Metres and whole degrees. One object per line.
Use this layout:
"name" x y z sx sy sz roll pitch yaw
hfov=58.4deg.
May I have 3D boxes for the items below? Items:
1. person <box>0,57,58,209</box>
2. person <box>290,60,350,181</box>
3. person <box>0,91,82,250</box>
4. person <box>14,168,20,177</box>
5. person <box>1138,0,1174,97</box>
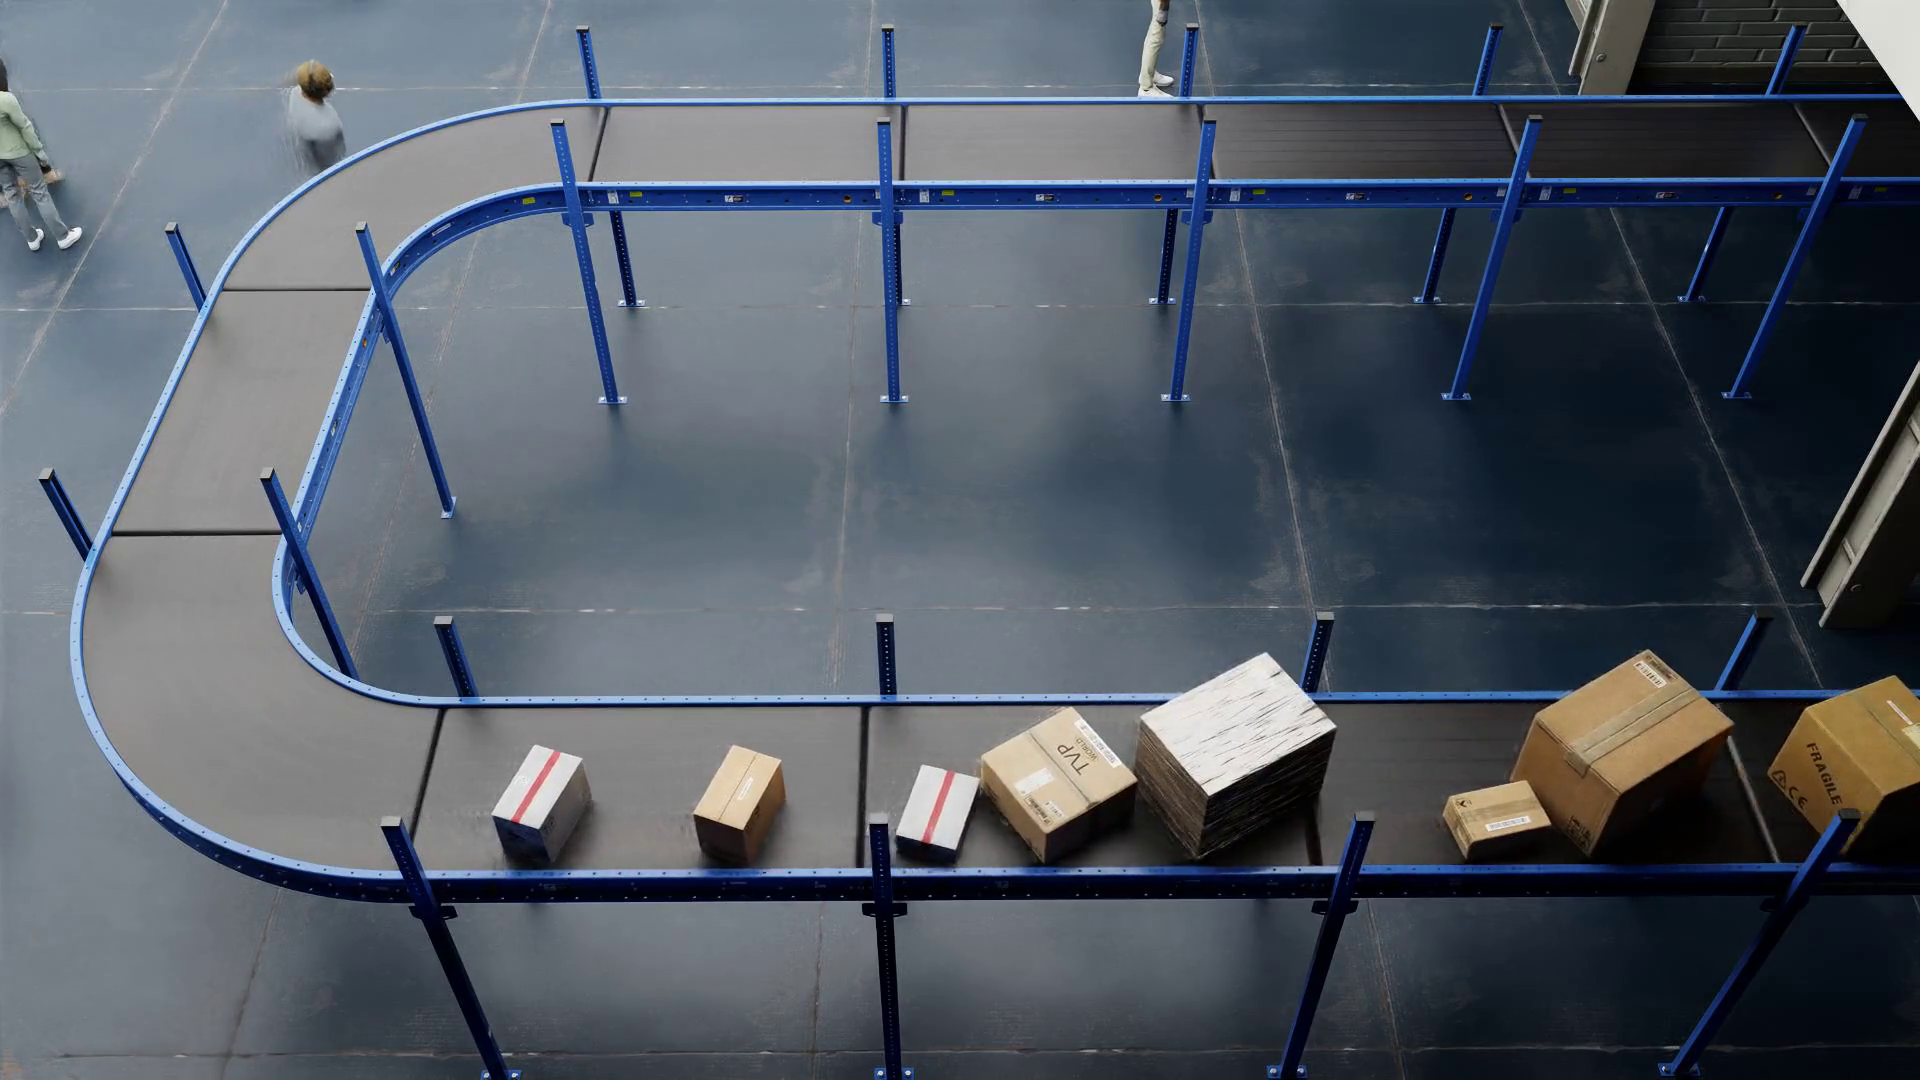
"person" -7.608 -3.460 13.142 0.694 2.000 0.733 -18 49 -16
"person" -4.530 -2.620 12.423 0.477 1.911 0.641 -21 51 -19
"person" -7.107 -2.894 12.859 0.507 1.631 0.265 -1 47 -1
"person" -7.825 -3.496 13.334 0.533 1.765 0.331 -12 48 -11
"person" 1.694 -4.527 14.233 0.313 1.865 0.514 4 47 3
